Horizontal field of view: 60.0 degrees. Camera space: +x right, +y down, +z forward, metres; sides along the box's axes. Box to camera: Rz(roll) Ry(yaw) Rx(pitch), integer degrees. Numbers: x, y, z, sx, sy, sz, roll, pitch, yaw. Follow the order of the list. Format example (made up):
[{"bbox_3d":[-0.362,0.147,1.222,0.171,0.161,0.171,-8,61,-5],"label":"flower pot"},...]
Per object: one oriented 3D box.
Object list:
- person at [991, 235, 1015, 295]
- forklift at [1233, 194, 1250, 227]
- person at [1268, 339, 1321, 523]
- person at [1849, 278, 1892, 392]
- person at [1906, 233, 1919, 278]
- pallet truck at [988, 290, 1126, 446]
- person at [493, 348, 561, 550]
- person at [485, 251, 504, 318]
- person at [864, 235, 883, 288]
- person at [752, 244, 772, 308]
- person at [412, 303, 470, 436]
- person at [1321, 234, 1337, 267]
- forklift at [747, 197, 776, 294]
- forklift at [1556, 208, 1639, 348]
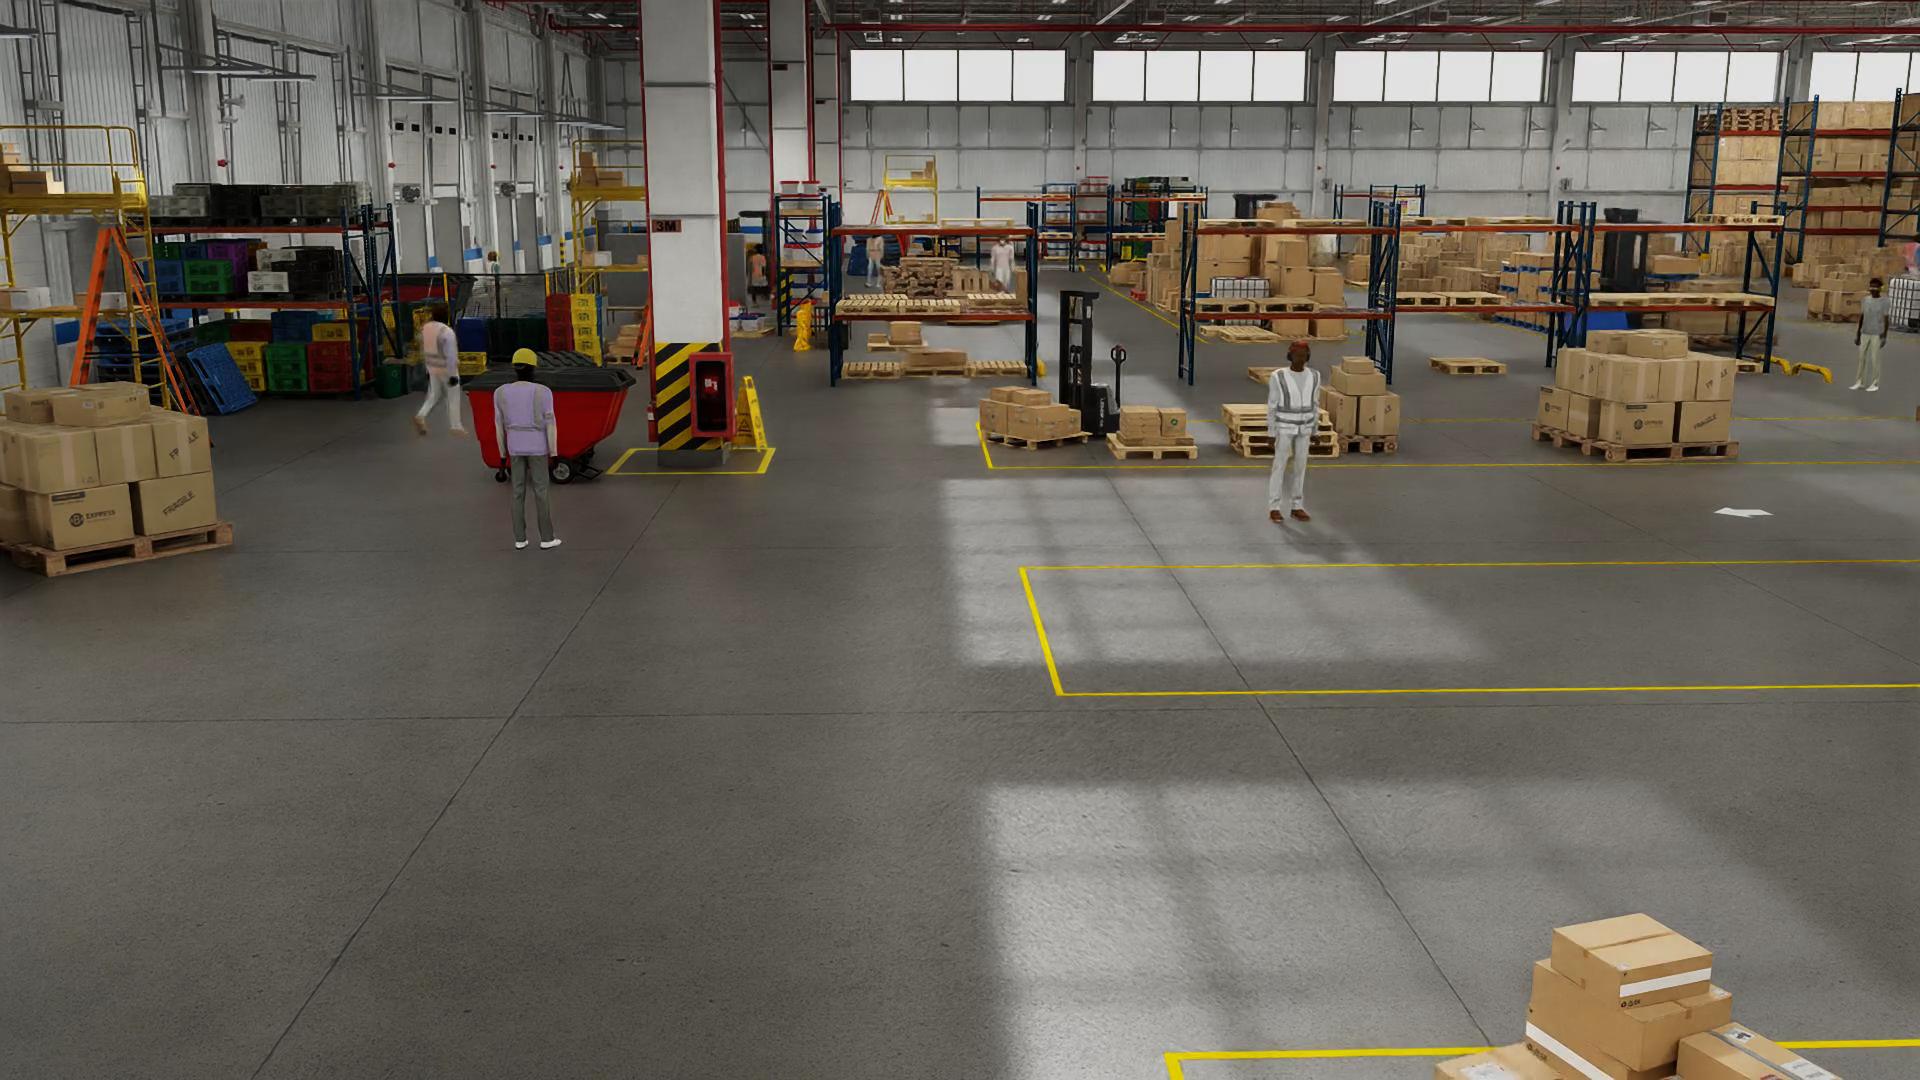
[{"bbox_3d":[1.143,-7.285,44.803,0.634,1.924,0.701,-2,13,-9],"label":"person"},{"bbox_3d":[9.242,-9.986,54.806,1.873,2.768,1.129,0,12,-2],"label":"forklift"},{"bbox_3d":[3.413,-1.111,17.009,0.579,1.881,0.342,-4,13,-16],"label":"person"},{"bbox_3d":[14.915,-3.355,27.206,0.318,1.858,0.527,-7,14,-29],"label":"person"},{"bbox_3d":[27.273,-7.827,47.457,0.453,1.824,0.648,0,12,-2],"label":"person"},{"bbox_3d":[1.257,-2.299,22.111,1.885,1.965,0.823,-9,15,-35],"label":"pallet truck"},{"bbox_3d":[-4.097,-0.857,15.786,0.586,1.917,0.381,1,13,4],"label":"person"},{"bbox_3d":[-11.475,-6.268,40.872,0.523,1.632,0.313,11,16,40],"label":"person"},{"bbox_3d":[-2.660,-8.717,51.359,0.592,1.883,0.958,3,13,15],"label":"person"},{"bbox_3d":[-5.211,-7.002,44.072,0.769,1.663,0.553,-11,16,-40],"label":"person"},{"bbox_3d":[-7.031,-2.273,22.411,0.633,1.825,0.720,8,15,33],"label":"person"},{"bbox_3d":[12.052,-9.476,54.755,0.651,1.881,1.025,3,13,14],"label":"person"},{"bbox_3d":[-5.349,-8.612,48.604,1.873,2.768,1.129,0,12,-2],"label":"forklift"},{"bbox_3d":[13.292,-5.324,33.760,1.873,2.768,1.129,0,12,-2],"label":"forklift"}]
